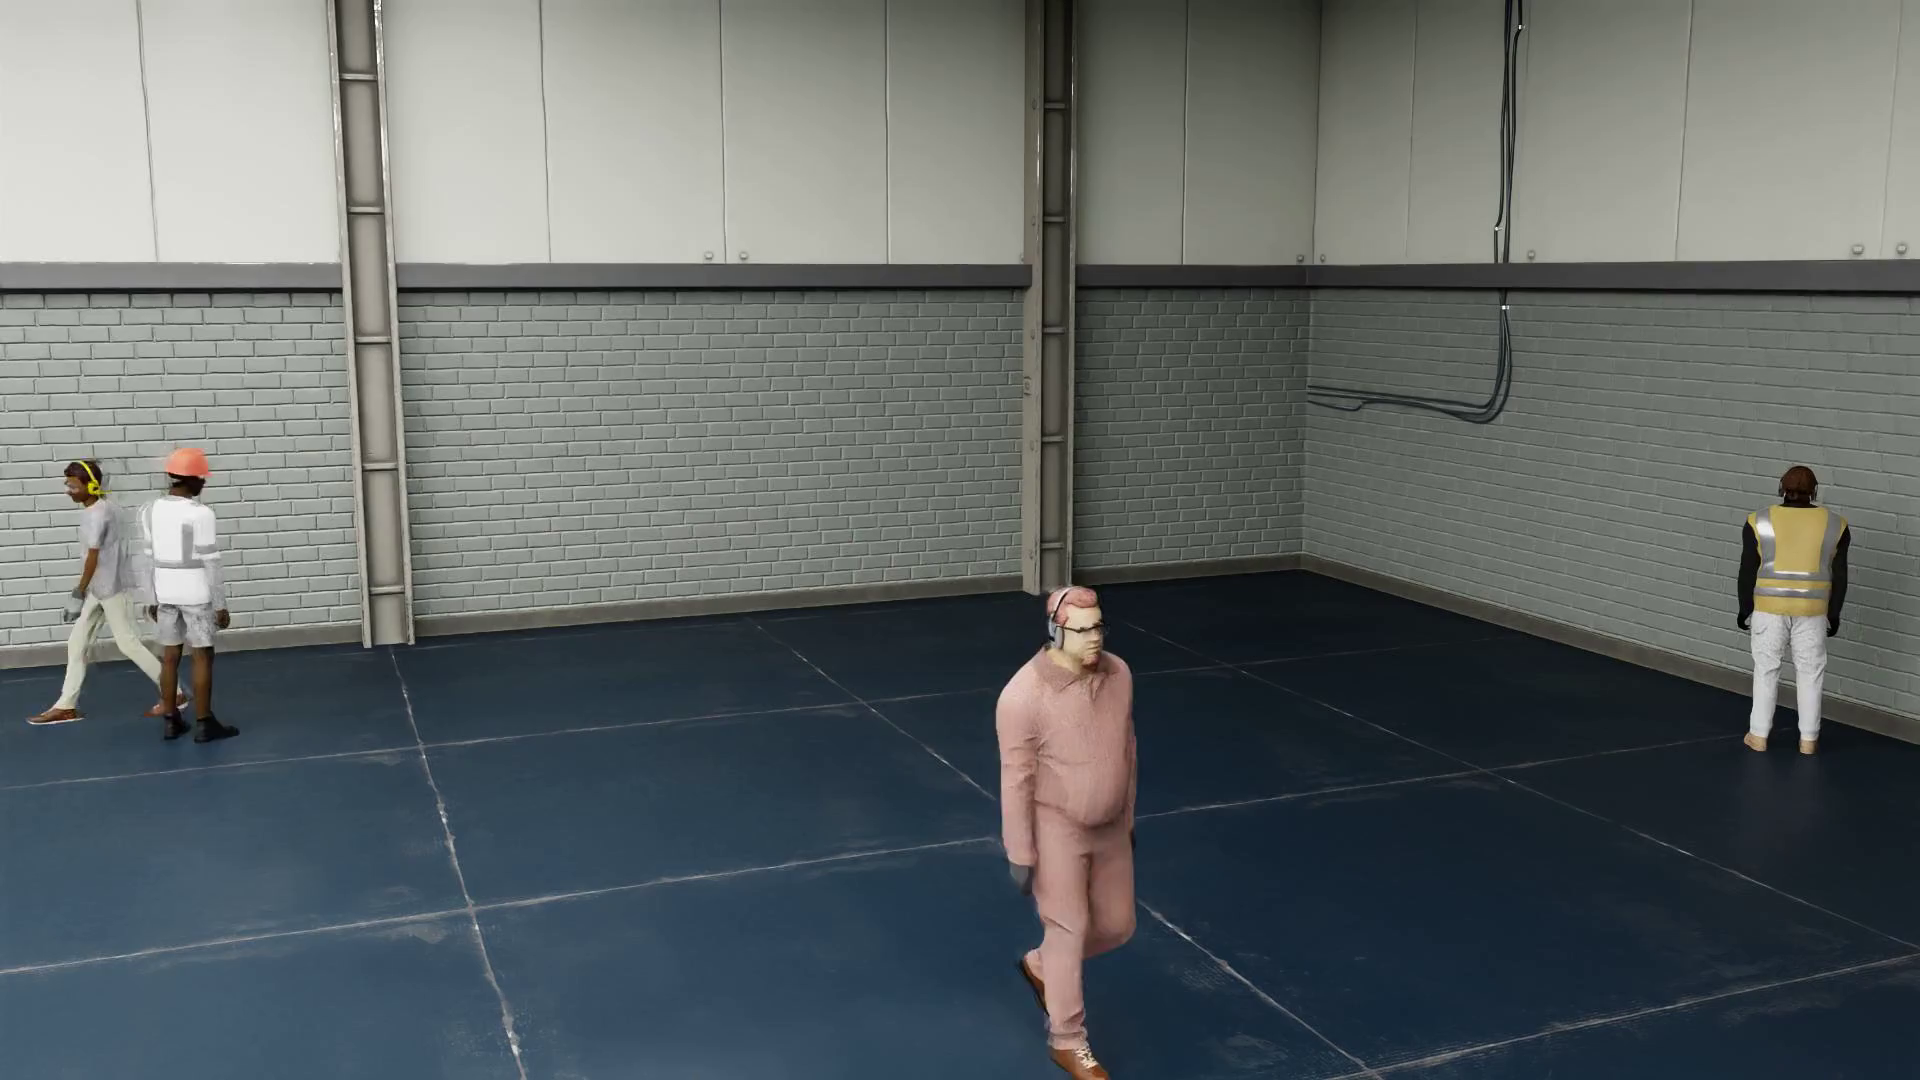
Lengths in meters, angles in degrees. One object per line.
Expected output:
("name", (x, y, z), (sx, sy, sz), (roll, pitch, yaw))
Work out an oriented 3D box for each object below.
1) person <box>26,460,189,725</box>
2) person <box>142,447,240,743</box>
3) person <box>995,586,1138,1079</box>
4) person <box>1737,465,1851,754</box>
("person", (-5.799, 0.349, 11.280), (0.968, 1.814, 0.481), (-6, 11, -33))
("person", (-5.030, 0.365, 10.845), (0.595, 1.924, 0.396), (3, 10, 18))
("person", (0.408, 1.091, 6.340), (0.660, 1.886, 0.547), (-7, 12, -38))
("person", (5.272, 0.440, 10.577), (0.625, 1.843, 0.430), (3, 10, 18))
